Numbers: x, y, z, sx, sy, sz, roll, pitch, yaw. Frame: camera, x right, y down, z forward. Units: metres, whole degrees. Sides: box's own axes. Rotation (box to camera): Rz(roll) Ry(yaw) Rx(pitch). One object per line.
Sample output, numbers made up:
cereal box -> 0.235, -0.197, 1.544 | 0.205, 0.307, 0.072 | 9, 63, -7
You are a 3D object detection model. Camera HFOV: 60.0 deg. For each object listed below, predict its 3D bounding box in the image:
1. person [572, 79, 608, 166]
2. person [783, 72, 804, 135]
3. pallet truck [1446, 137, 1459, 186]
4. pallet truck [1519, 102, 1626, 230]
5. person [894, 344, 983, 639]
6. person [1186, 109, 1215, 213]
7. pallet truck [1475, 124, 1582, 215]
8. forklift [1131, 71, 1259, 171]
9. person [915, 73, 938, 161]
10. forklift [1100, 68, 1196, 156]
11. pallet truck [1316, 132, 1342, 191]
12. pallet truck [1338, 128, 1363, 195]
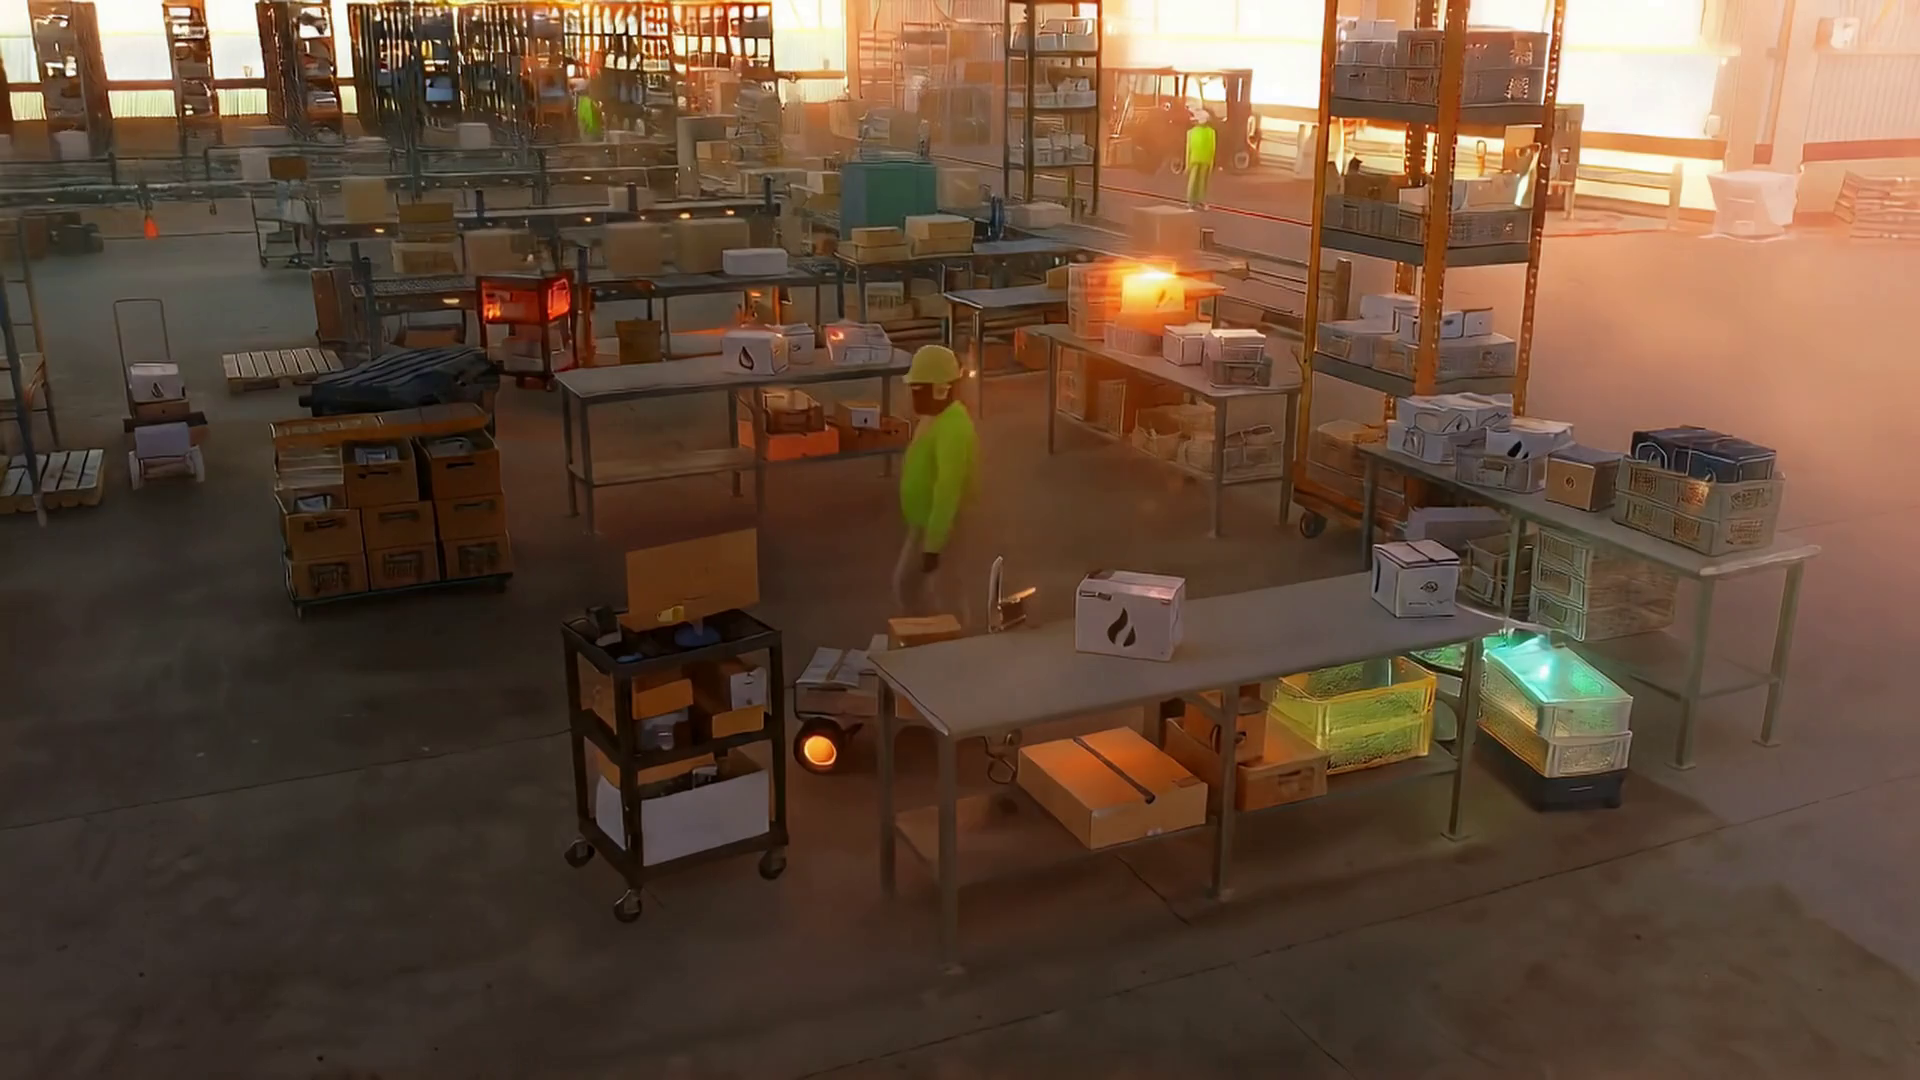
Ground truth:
person -> -7.888, -8.734, 35.248 | 0.718, 2.016, 0.619 | -4, 18, -12
person -> -4.542, -11.847, 45.418 | 0.587, 1.789, 0.952 | -2, 18, -5
pallet truck -> 9.184, -6.485, 29.328 | 1.630, 1.274, 0.653 | -8, 19, -23
pallet truck -> 9.972, -6.037, 26.785 | 1.885, 1.965, 0.823 | -9, 20, -25
person -> -0.151, -0.083, 8.320 | 0.521, 1.813, 0.618 | -3, 18, -9
person -> 4.167, -6.552, 28.785 | 0.534, 1.767, 0.319 | -5, 18, -14
pallet truck -> 9.707, -6.455, 28.103 | 1.885, 1.965, 0.823 | -7, 19, -20
forklift -> 4.998, -8.936, 35.413 | 2.680, 1.987, 1.157 | -9, 20, -25
person -> -0.781, -9.910, 38.987 | 0.608, 1.996, 0.380 | -15, 23, -38
forklift -> 4.082, -9.564, 37.410 | 2.680, 1.987, 1.157 | -8, 19, -23
pallet truck -> 7.723, -7.504, 32.656 | 1.601, 1.201, 0.680 | -8, 19, -23
pallet truck -> 7.845, -7.140, 31.411 | 1.522, 1.261, 0.704 | -9, 20, -25
